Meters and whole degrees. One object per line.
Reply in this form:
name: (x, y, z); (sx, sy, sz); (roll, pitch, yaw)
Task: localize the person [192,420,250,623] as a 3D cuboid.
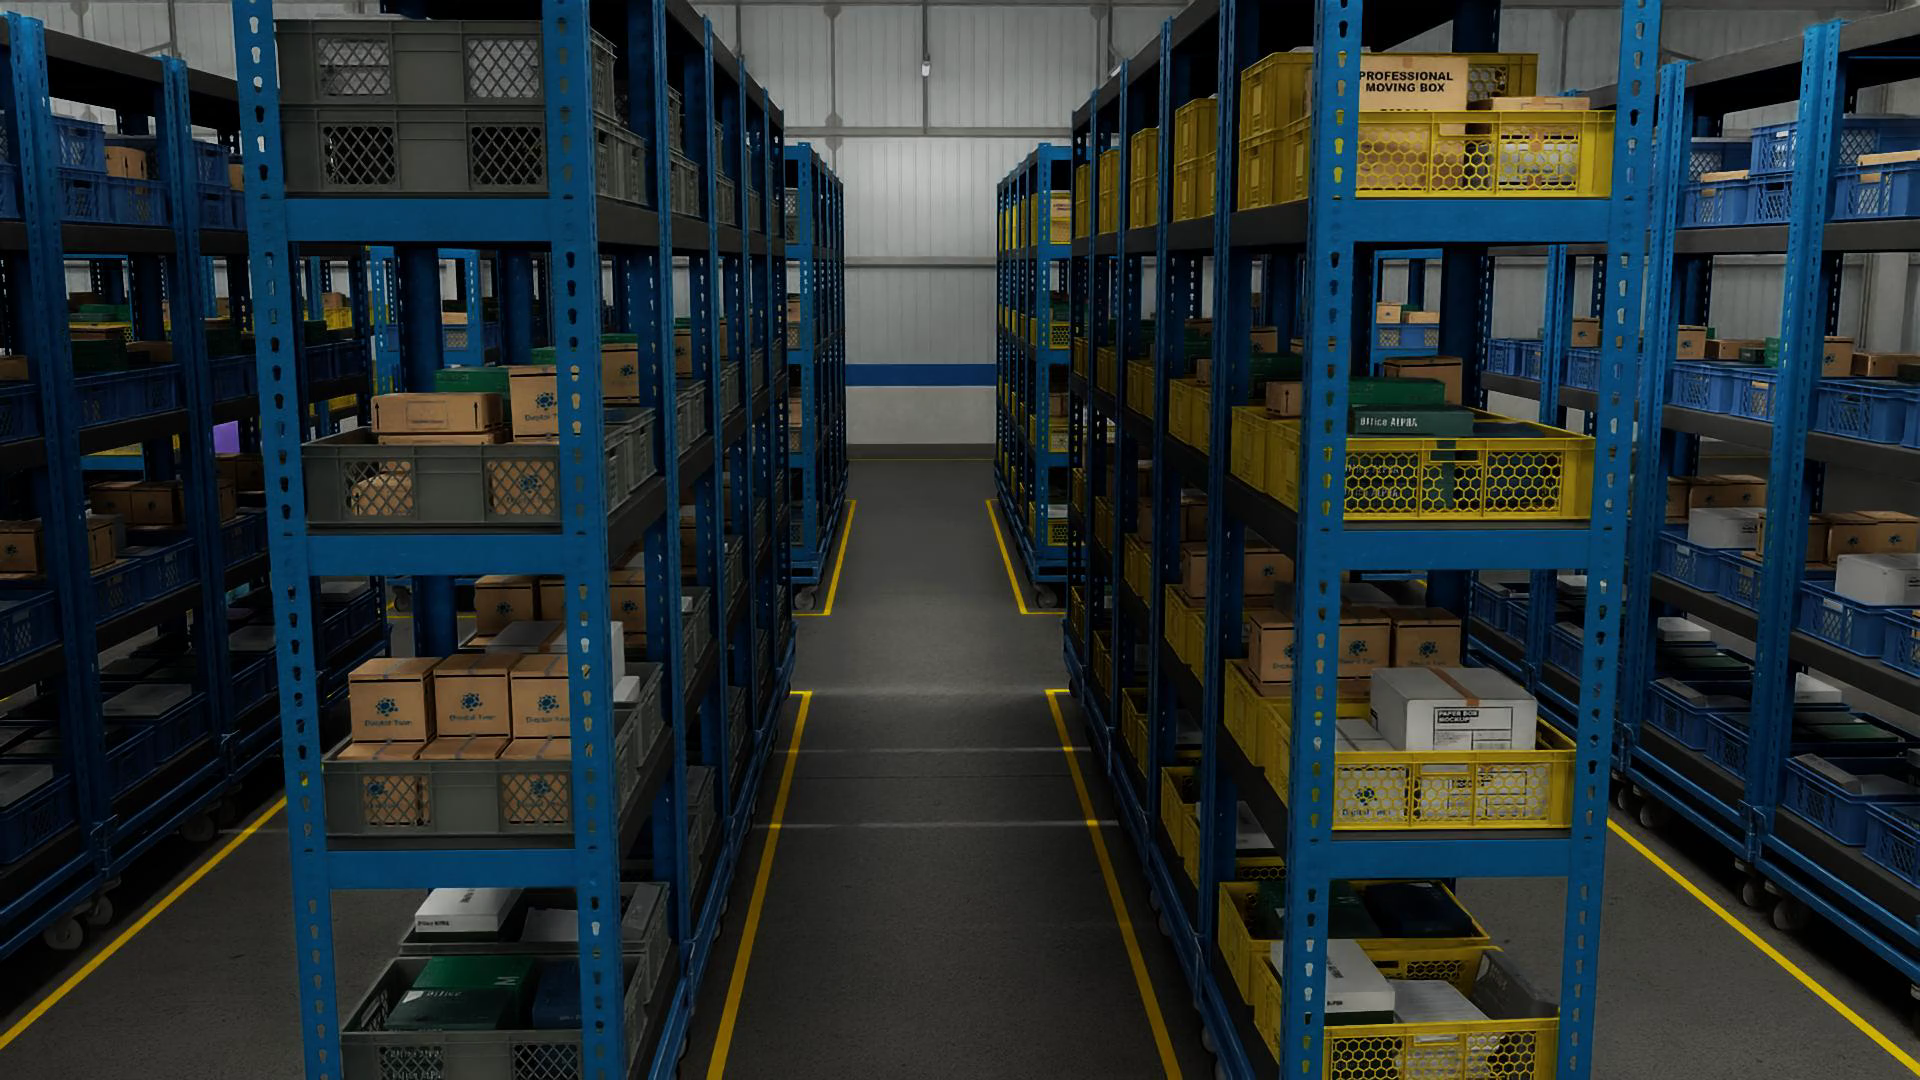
person: (-5.595, -0.288, 12.532); (0.389, 1.847, 0.563); (3, 10, 16)
